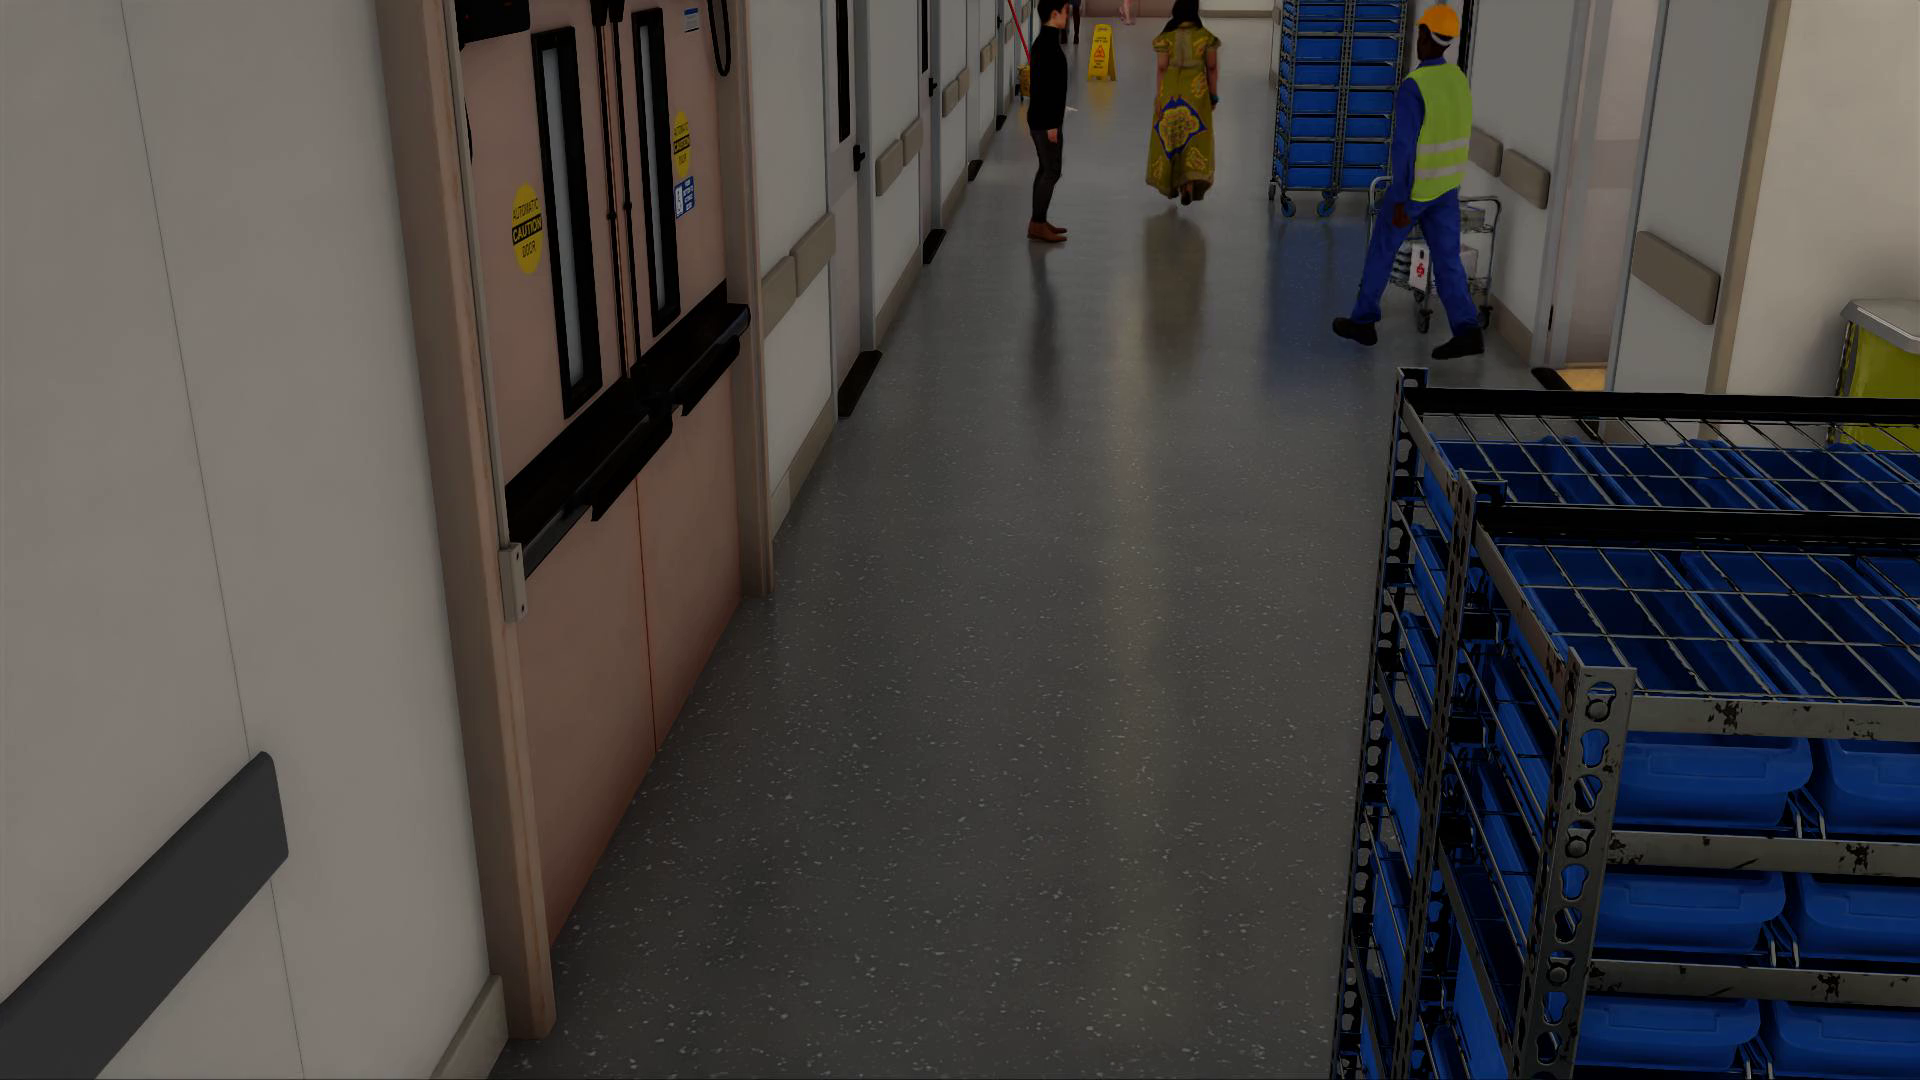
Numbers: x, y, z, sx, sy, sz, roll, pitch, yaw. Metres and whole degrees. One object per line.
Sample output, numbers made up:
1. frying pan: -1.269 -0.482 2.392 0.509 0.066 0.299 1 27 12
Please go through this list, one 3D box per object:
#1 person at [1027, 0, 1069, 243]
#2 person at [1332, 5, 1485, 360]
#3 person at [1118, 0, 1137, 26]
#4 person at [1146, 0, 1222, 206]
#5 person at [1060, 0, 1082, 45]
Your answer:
1. person: 0.615 -3.024 11.893 0.728 1.721 0.497 0 21 0
2. person: 2.453 -1.772 8.527 1.087 1.764 1.275 -12 24 -30
3. person: 3.467 -11.597 34.401 0.988 1.811 1.125 -11 23 -26
4. person: 1.756 -3.416 13.078 0.793 1.616 1.190 4 21 11
5. person: 1.981 -9.728 29.609 0.629 1.710 0.572 6 22 15
